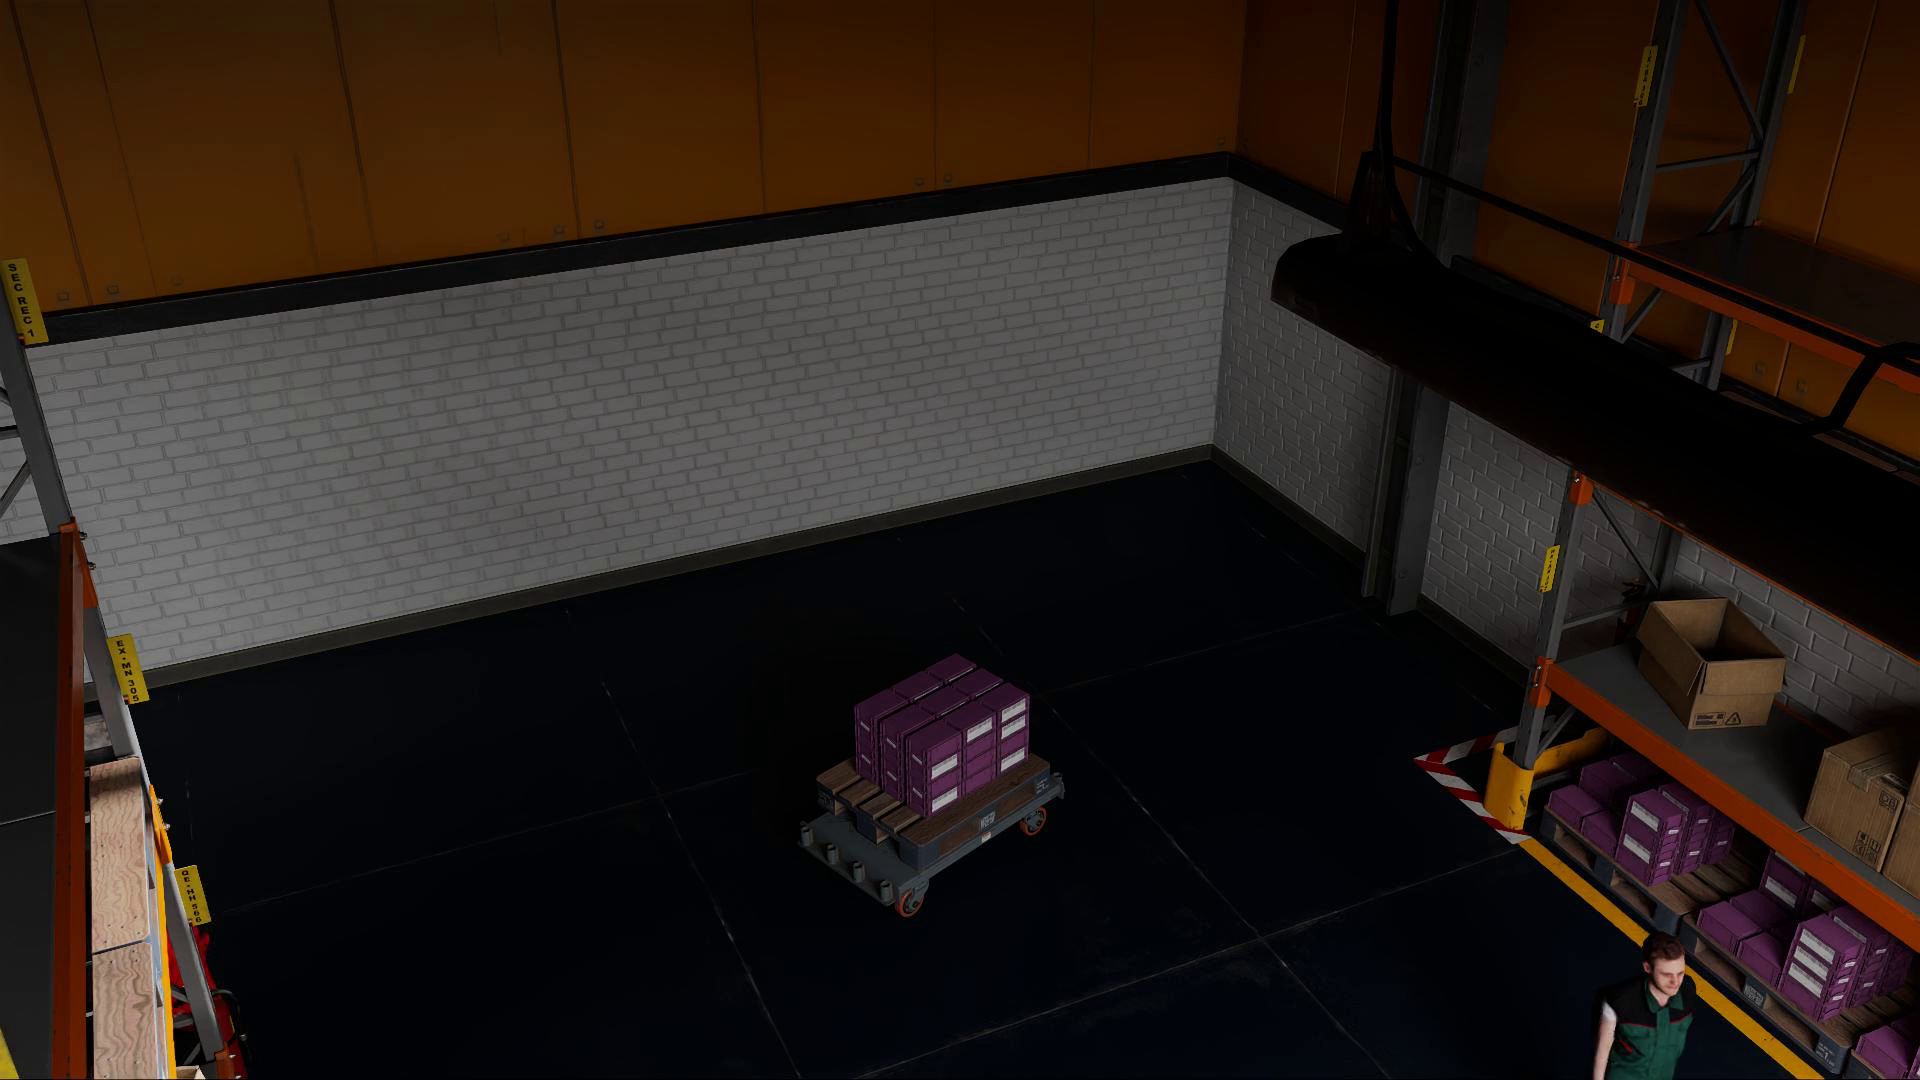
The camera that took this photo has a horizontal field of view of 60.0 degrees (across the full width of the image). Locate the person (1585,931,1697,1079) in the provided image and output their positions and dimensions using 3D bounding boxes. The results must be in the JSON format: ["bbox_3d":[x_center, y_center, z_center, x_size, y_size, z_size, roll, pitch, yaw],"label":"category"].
[{"bbox_3d":[3.286,2.608,8.237,0.721,1.834,0.727,-4,29,-8],"label":"person"}]
